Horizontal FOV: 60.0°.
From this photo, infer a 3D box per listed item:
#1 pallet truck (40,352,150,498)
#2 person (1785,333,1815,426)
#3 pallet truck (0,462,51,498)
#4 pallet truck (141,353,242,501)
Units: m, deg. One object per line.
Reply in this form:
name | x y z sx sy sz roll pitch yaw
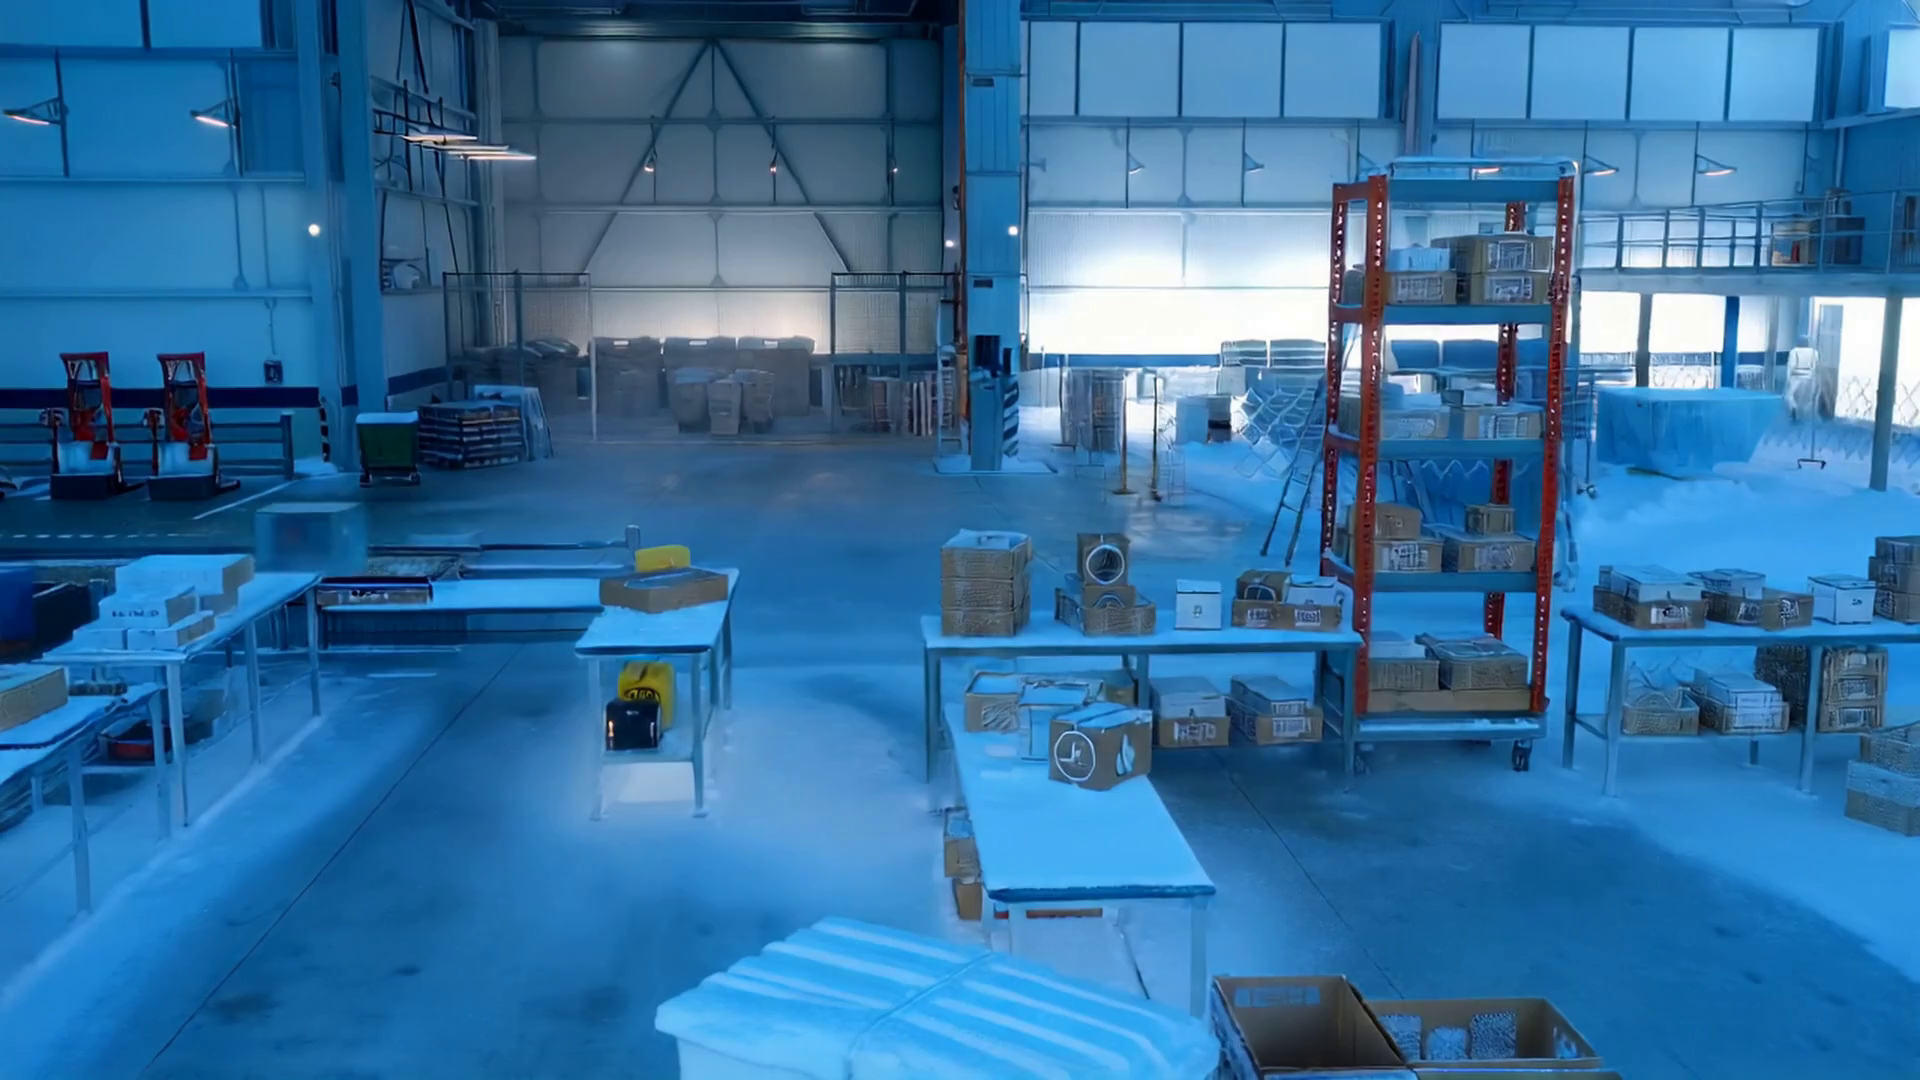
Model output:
pallet truck | -11.907 -1.642 23.165 0.823 1.965 1.885 0 9 0
person | 16.939 -3.235 33.568 0.591 1.874 0.403 0 9 -3
pallet truck | -13.193 -1.293 23.148 0.653 1.274 1.630 -1 9 -4
pallet truck | -10.520 -1.604 22.925 0.823 1.965 1.885 -1 9 -6
